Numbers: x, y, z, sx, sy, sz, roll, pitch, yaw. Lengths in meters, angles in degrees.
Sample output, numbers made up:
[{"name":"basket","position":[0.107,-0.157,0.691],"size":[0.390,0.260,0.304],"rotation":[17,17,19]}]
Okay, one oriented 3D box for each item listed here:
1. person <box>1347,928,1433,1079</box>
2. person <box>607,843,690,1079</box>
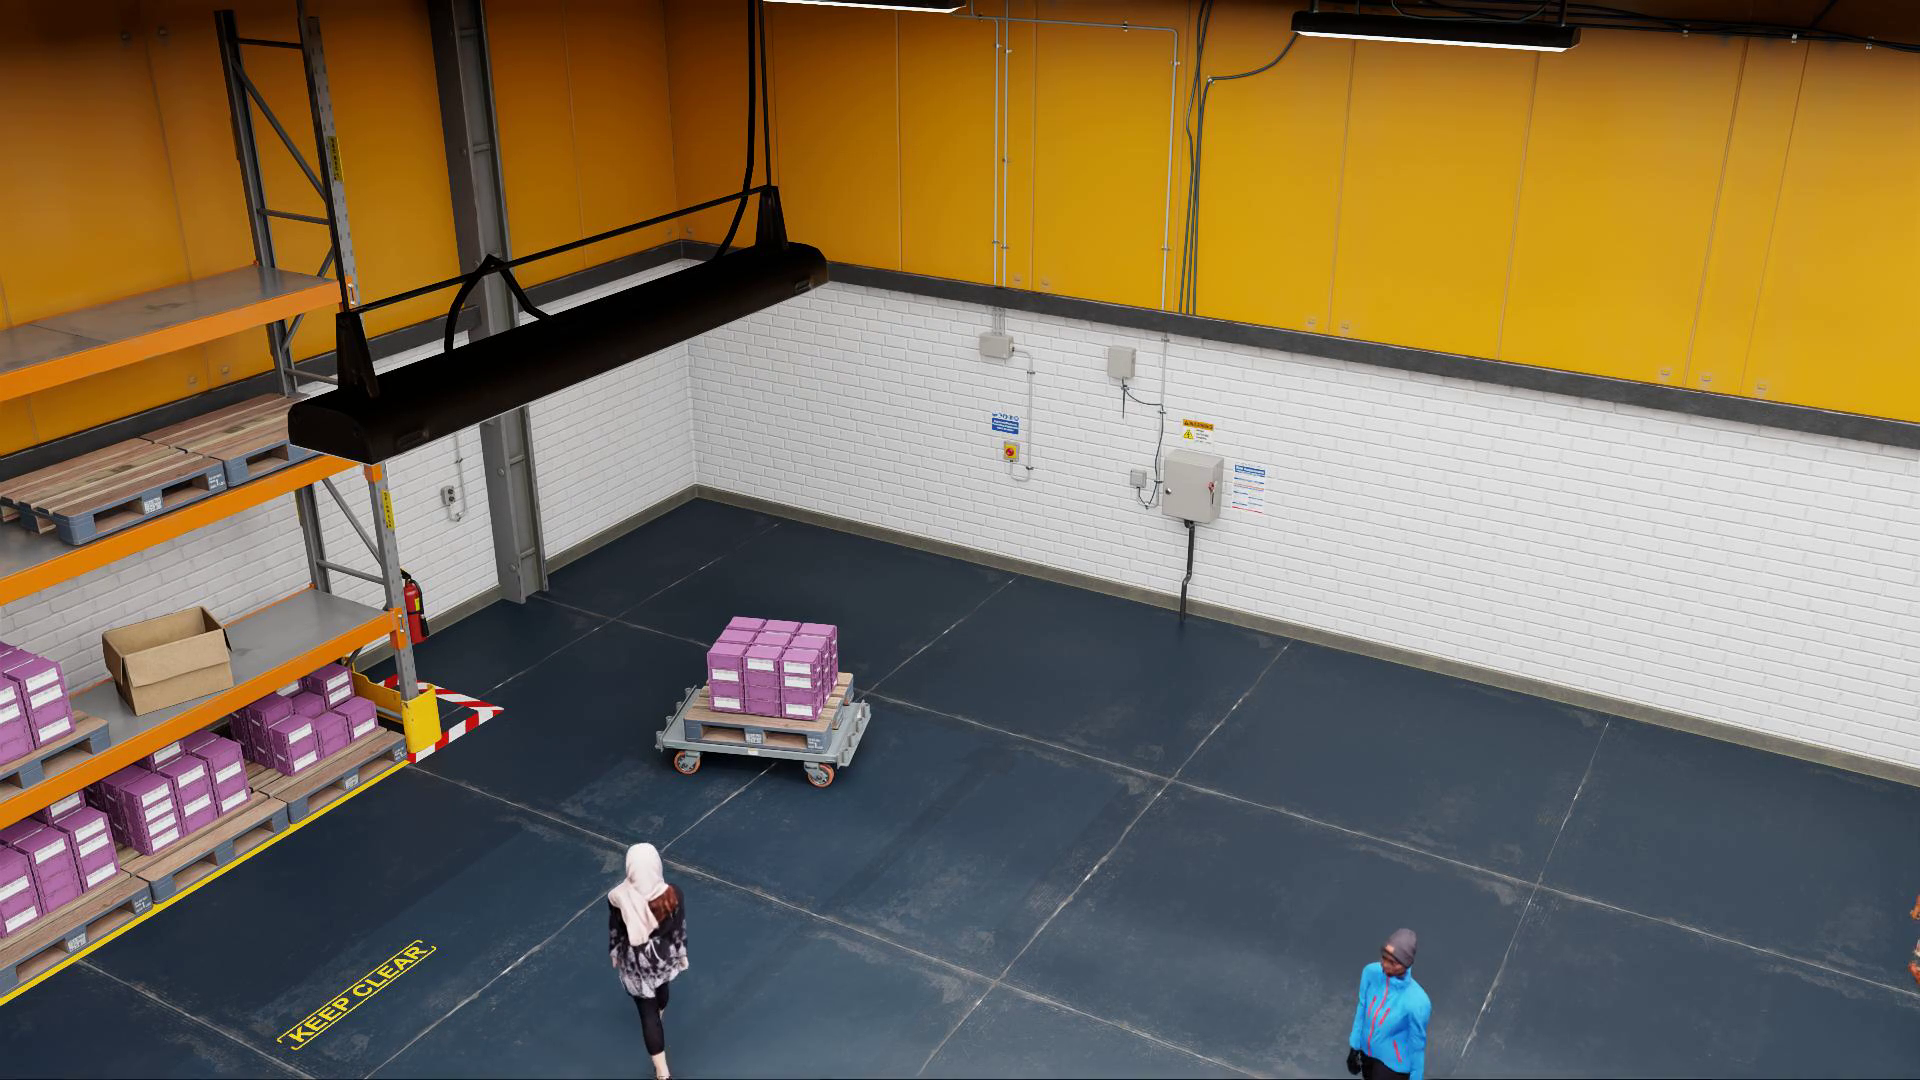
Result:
[{"name":"person","position":[2.486,2.914,9.446],"size":[1.203,1.765,0.968],"rotation":[-14,27,-29]},{"name":"person","position":[-1.911,2.643,10.285],"size":[1.106,1.590,1.128],"rotation":[-7,25,-16]}]
